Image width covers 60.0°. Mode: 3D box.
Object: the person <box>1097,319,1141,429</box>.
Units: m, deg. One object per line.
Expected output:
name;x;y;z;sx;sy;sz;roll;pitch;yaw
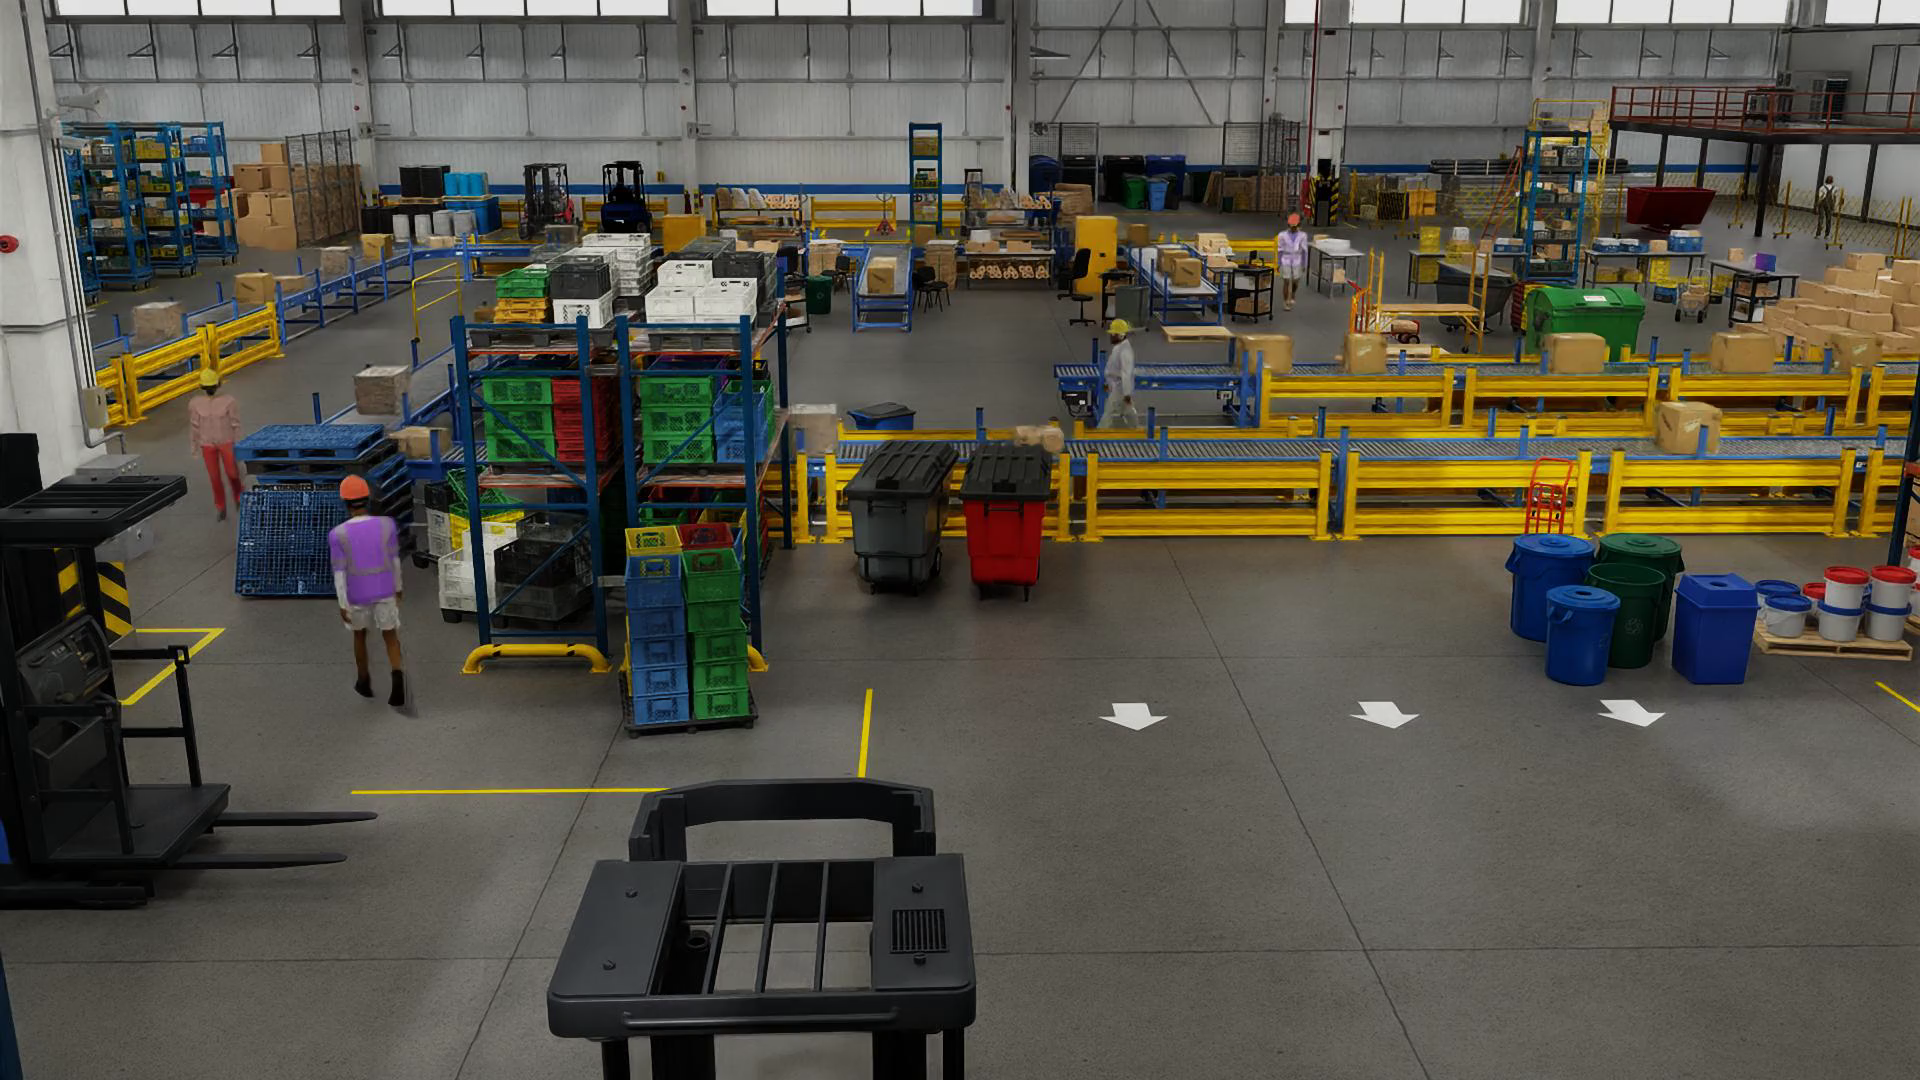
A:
person;2.074;-2.067;22.213;0.929;1.781;0.590;1;16;4

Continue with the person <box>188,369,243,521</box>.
person;-8.410;-1.074;18.823;0.538;1.755;0.368;-4;16;-13

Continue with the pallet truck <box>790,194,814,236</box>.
pallet truck;-4.814;-9.883;50.259;0.704;1.261;1.522;-1;16;-3

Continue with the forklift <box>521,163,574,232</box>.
forklift;-12.233;-10.122;49.298;1.157;1.987;2.680;0;16;-1

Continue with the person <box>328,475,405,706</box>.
person;-4.743;0.412;13.378;0.558;1.906;0.803;-9;18;-29

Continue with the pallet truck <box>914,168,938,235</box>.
pallet truck;-0.989;-10.316;50.507;0.823;1.965;1.885;1;16;3

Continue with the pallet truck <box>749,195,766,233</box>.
pallet truck;-6.051;-9.967;50.660;0.680;1.201;1.601;0;16;-1

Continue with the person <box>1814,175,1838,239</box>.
person;25.481;-9.788;48.944;0.506;1.846;0.345;2;16;8

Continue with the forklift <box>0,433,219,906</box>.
forklift;-5.952;0.780;10.366;1.873;2.768;1.129;0;16;-1

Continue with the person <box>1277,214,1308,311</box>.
person;6.944;-5.823;34.848;0.617;2.029;0.558;2;16;5

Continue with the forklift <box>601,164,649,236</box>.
forklift;-9.948;-10.127;49.296;1.157;1.987;2.680;-1;16;-3

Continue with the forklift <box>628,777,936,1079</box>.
forklift;-0.542;2.165;5.552;1.129;2.768;1.873;-1;16;-2

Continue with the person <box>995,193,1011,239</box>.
person;1.045;-7.943;42.451;0.670;1.886;0.656;4;16;13

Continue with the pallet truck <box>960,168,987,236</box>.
pallet truck;0.383;-10.230;50.206;0.823;1.965;1.885;-1;16;-3

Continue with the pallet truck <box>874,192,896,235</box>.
pallet truck;-2.277;-9.986;50.594;0.653;1.274;1.630;0;16;-1
